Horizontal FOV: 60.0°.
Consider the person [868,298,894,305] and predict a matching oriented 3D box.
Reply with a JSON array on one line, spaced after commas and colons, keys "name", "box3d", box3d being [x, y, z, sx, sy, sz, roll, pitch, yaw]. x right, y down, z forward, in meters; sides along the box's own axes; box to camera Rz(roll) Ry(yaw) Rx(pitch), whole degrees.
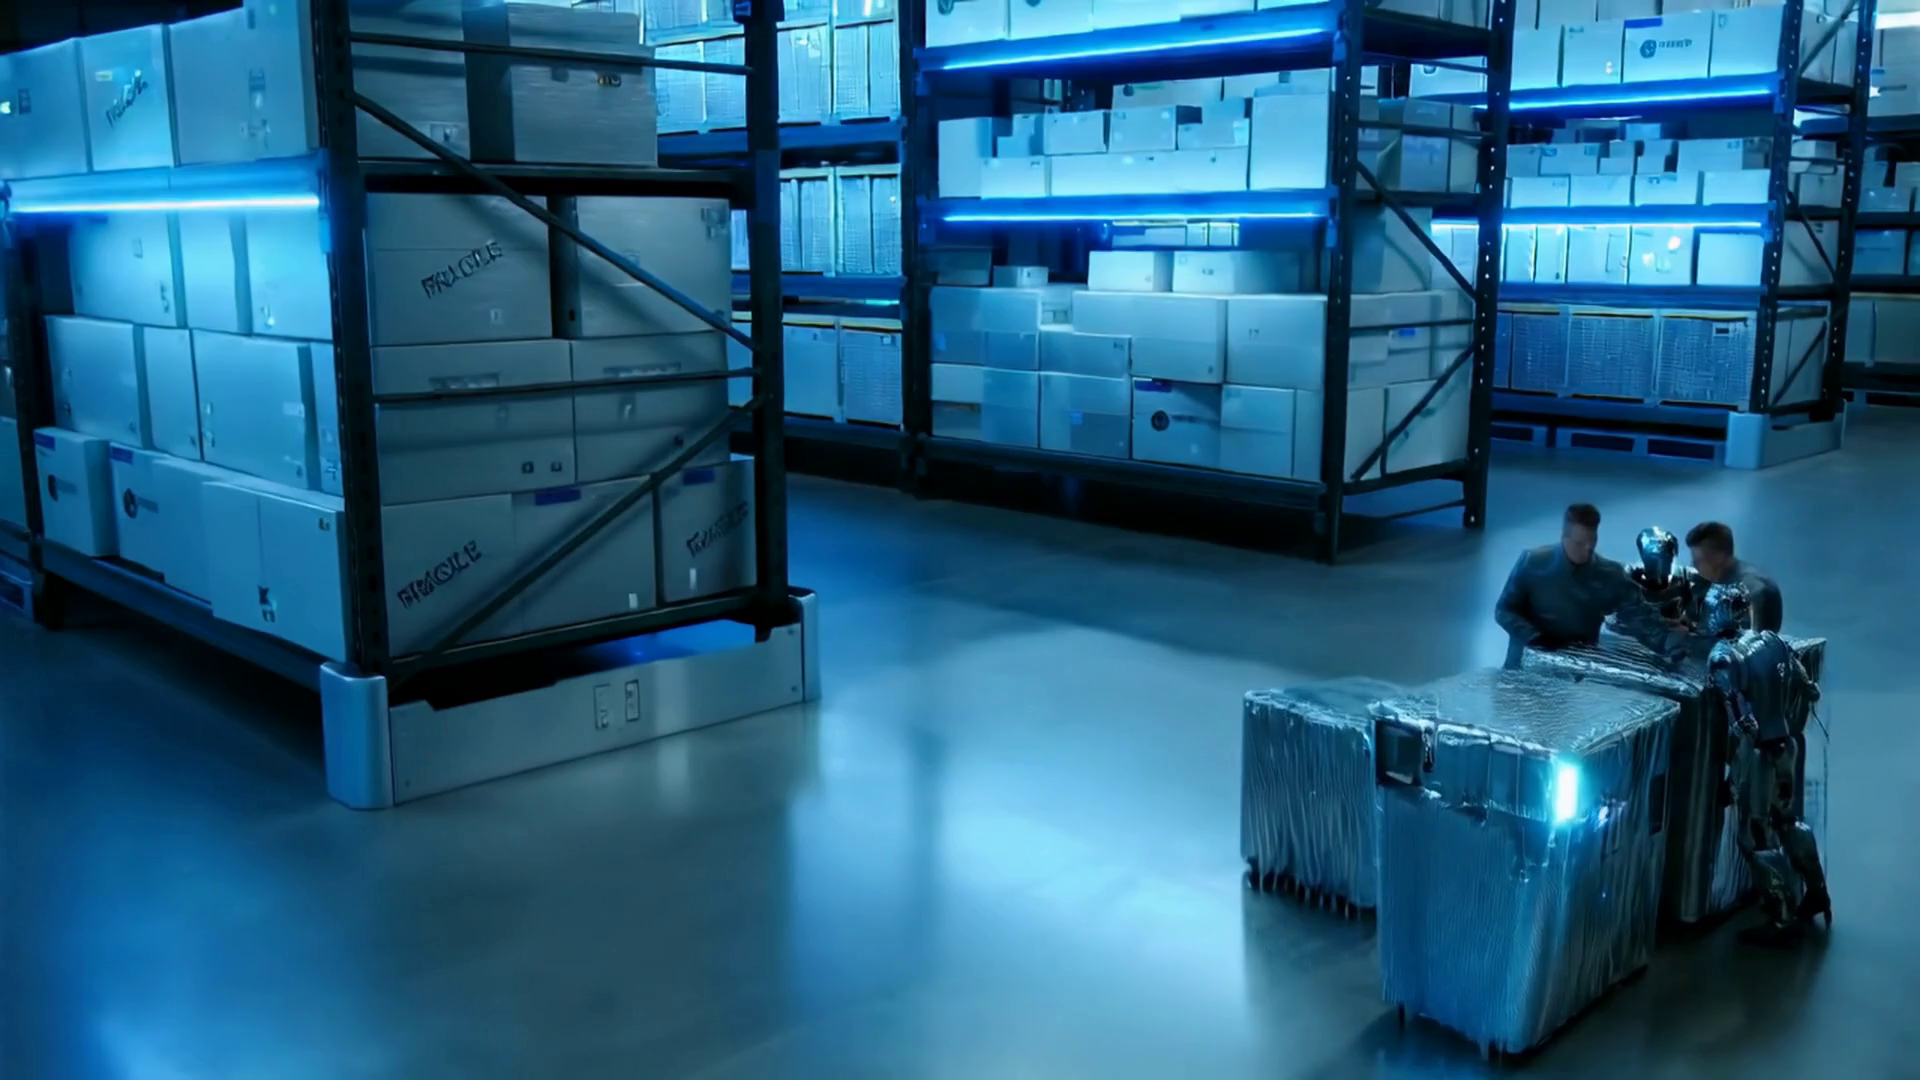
[{"name": "person", "box3d": [-1.050, -2.792, 21.664, 0.363, 1.933, 0.543, 4, 11, 19]}]
